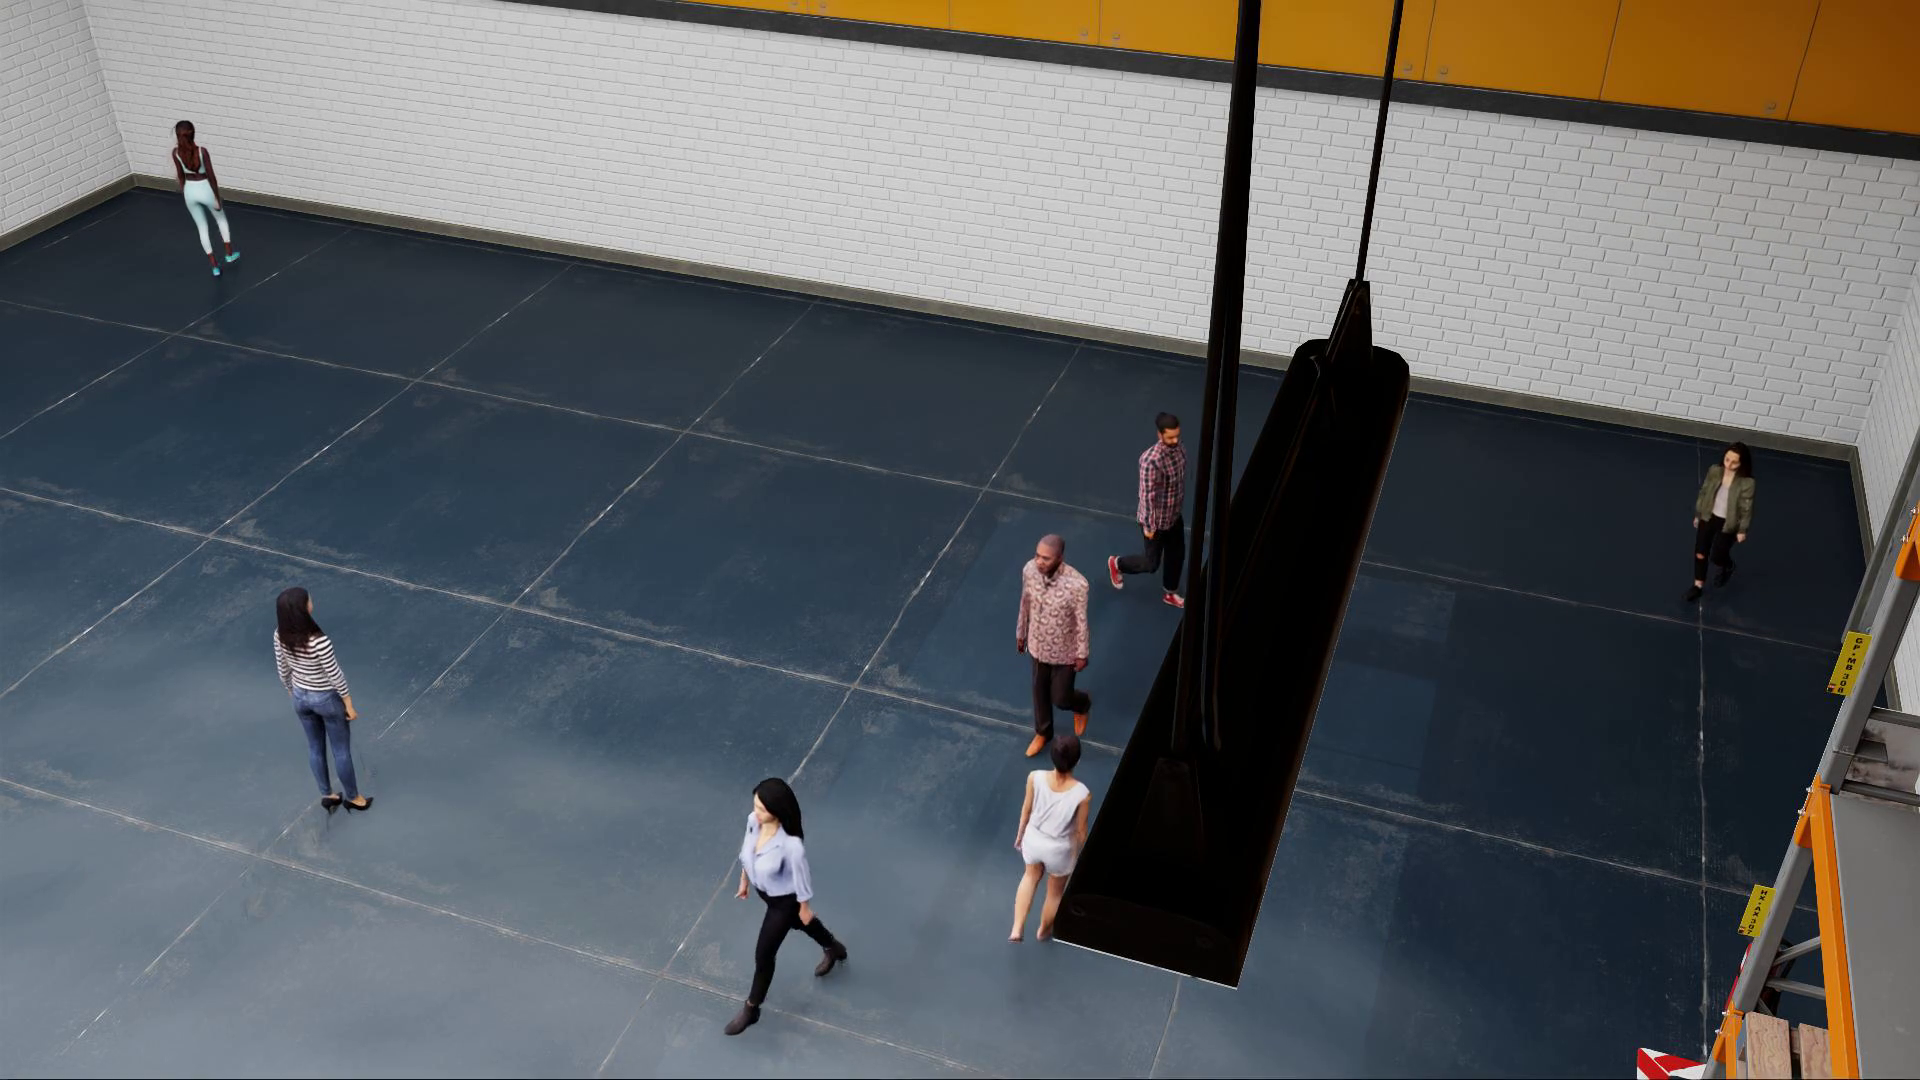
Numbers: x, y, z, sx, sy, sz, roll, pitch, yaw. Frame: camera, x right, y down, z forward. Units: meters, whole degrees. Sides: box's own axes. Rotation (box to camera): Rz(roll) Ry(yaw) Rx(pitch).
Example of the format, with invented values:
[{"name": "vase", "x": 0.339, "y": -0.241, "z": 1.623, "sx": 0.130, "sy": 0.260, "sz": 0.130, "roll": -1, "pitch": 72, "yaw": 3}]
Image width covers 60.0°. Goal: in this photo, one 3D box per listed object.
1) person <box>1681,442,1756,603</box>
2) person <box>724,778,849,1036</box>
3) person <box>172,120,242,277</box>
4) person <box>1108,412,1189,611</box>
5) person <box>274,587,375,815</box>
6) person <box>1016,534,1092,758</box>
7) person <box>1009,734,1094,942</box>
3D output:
[{"name": "person", "x": 6.033, "y": -0.170, "z": 13.119, "sx": 0.866, "sy": 1.454, "sz": 0.784, "roll": -22, "pitch": 39, "yaw": -29}, {"name": "person", "x": -0.963, "y": 2.027, "z": 9.594, "sx": 1.238, "sy": 1.698, "sz": 1.037, "roll": -25, "pitch": 41, "yaw": -33}, {"name": "person", "x": -8.334, "y": -3.721, "z": 18.232, "sx": 0.771, "sy": 1.708, "sz": 0.871, "roll": -7, "pitch": 34, "yaw": -10}, {"name": "person", "x": 1.506, "y": -0.220, "z": 12.934, "sx": 0.942, "sy": 1.742, "sz": 1.009, "roll": 24, "pitch": 40, "yaw": 31}, {"name": "person", "x": -4.214, "y": 1.076, "z": 10.937, "sx": 0.604, "sy": 1.795, "sz": 0.519, "roll": 9, "pitch": 35, "yaw": 14}, {"name": "person", "x": 0.705, "y": 0.680, "z": 11.538, "sx": 0.836, "sy": 1.788, "sz": 0.920, "roll": 21, "pitch": 39, "yaw": 29}, {"name": "person", "x": 0.518, "y": 1.854, "z": 9.919, "sx": 0.649, "sy": 1.625, "sz": 0.719, "roll": 12, "pitch": 36, "yaw": 18}]
